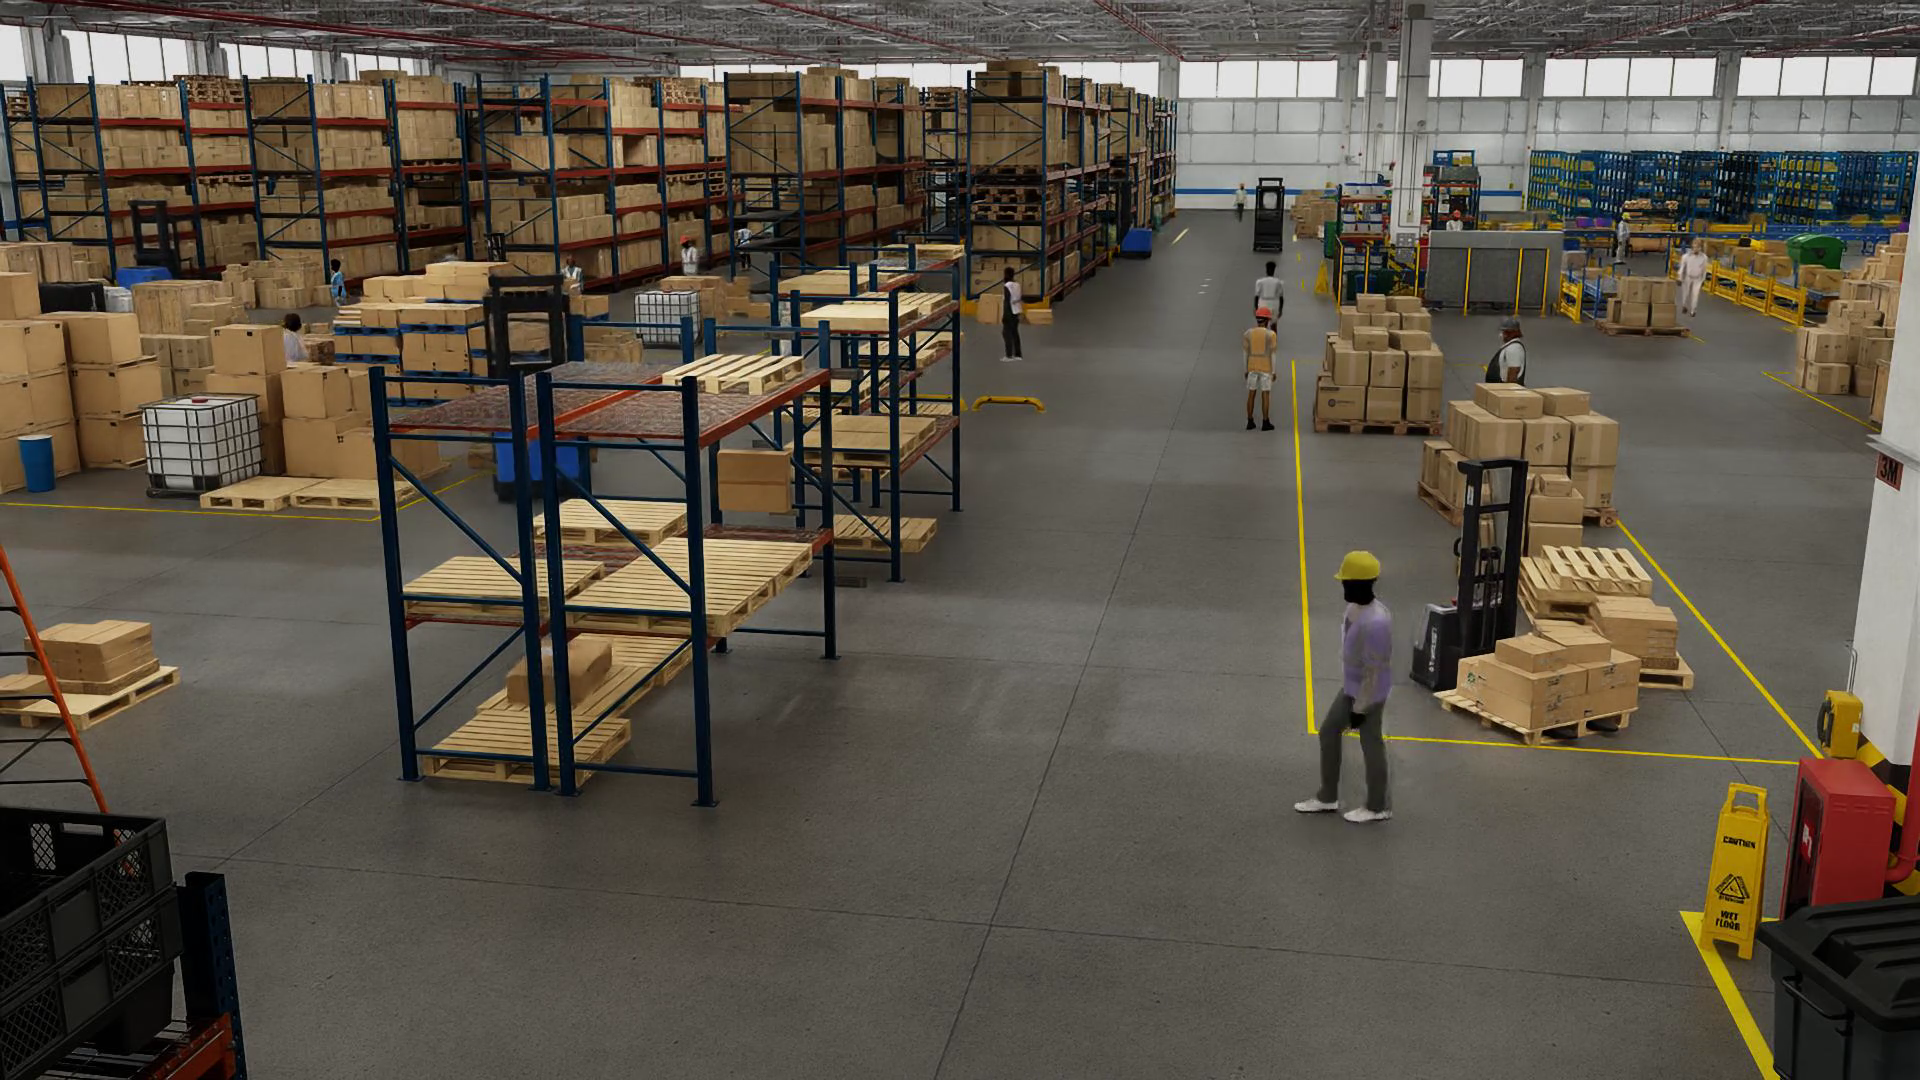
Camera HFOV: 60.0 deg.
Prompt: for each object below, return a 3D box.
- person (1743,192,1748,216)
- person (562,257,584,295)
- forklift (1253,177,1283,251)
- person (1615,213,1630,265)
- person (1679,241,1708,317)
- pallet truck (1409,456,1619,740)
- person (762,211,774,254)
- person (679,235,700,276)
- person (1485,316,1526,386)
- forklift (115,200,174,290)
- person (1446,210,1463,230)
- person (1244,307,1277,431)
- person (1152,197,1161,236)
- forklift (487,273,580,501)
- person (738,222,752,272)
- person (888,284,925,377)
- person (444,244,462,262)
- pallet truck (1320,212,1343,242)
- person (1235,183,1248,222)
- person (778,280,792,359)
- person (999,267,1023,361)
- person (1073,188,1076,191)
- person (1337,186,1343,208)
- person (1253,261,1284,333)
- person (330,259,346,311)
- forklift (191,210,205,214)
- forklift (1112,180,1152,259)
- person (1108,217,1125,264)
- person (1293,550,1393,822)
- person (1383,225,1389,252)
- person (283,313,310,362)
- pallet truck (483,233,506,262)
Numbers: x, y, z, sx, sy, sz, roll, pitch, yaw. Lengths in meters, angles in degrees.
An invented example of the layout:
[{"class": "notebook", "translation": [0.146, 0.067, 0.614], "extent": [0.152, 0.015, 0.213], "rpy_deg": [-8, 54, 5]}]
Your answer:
[{"class": "person", "translation": [37.693, -15.862, 79.766], "extent": [0.594, 1.830, 0.404], "rpy_deg": [-6, 15, -23]}, {"class": "person", "translation": [-9.360, -6.023, 40.230], "extent": [0.524, 1.631, 0.318], "rpy_deg": [-1, 14, -2]}, {"class": "forklift", "translation": [12.083, -12.747, 64.956], "extent": [1.129, 2.768, 1.873], "rpy_deg": [3, 14, 10]}, {"class": "person", "translation": [23.155, -10.512, 58.075], "extent": [0.406, 1.821, 0.600], "rpy_deg": [10, 17, 35]}, {"class": "person", "translation": [18.628, -6.653, 42.286], "extent": [0.646, 1.881, 0.868], "rpy_deg": [5, 15, 18]}, {"class": "pallet truck", "translation": [4.504, 0.400, 13.395], "extent": [0.823, 1.965, 1.885], "rpy_deg": [-6, 15, -23]}, {"class": "person", "translation": [-7.274, -11.672, 63.156], "extent": [0.501, 1.633, 0.283], "rpy_deg": [-1, 14, -3]}, {"class": "person", "translation": [-7.170, -7.154, 44.290], "extent": [0.610, 1.893, 0.577], "rpy_deg": [10, 17, 35]}, {"class": "person", "translation": [7.807, -2.199, 23.858], "extent": [0.535, 2.000, 0.687], "rpy_deg": [5, 15, 18]}, {"class": "forklift", "translation": [-21.351, -7.574, 43.953], "extent": [1.129, 2.768, 1.873], "rpy_deg": [3, 14, 10]}, {"class": "person", "translation": [16.433, -9.939, 55.301], "extent": [0.605, 2.034, 0.388], "rpy_deg": [-4, 14, -17]}, {"class": "person", "translation": [4.706, -2.675, 26.028], "extent": [0.543, 1.928, 0.372], "rpy_deg": [8, 16, 30]}, {"class": "person", "translation": [8.741, -14.371, 73.872], "extent": [0.366, 1.748, 0.557], "rpy_deg": [-10, 17, -35]}, {"class": "forklift", "translation": [-5.522, -2.032, 21.454], "extent": [1.129, 2.768, 1.873], "rpy_deg": [-4, 14, -16]}, {"class": "person", "translation": [-7.171, -9.803, 55.465], "extent": [0.535, 1.690, 0.319], "rpy_deg": [-13, 19, -43]}, {"class": "person", "translation": [-1.074, -3.960, 31.442], "extent": [0.918, 1.836, 0.530], "rpy_deg": [-7, 16, -28]}, {"class": "person", "translation": [-12.213, -6.220, 40.406], "extent": [0.642, 1.924, 0.567], "rpy_deg": [10, 17, 36]}, {"class": "pallet truck", "translation": [15.874, -13.227, 70.310], "extent": [0.680, 1.201, 1.601], "rpy_deg": [10, 17, 35]}, {"class": "person", "translation": [14.479, -17.270, 85.208], "extent": [0.653, 1.955, 0.931], "rpy_deg": [-5, 15, -18]}, {"class": "person", "translation": [-3.604, -4.490, 33.989], "extent": [0.310, 1.638, 0.522], "rpy_deg": [4, 14, 16]}, {"class": "person", "translation": [1.067, -4.603, 33.916], "extent": [0.406, 1.899, 0.601], "rpy_deg": [7, 16, 27]}, {"class": "person", "translation": [6.143, -18.044, 89.019], "extent": [0.311, 1.639, 0.512], "rpy_deg": [9, 17, 33]}, {"class": "person", "translation": [20.877, -18.658, 91.403], "extent": [0.925, 1.681, 0.578], "rpy_deg": [4, 14, 15]}, {"class": "person", "translation": [6.477, -4.888, 34.971], "extent": [0.630, 1.950, 0.421], "rpy_deg": [2, 14, 7]}, {"class": "person", "translation": [-14.478, -5.690, 38.739], "extent": [0.315, 1.696, 0.541], "rpy_deg": [-6, 15, -24]}, {"class": "forklift", "translation": [-25.597, -10.535, 55.978], "extent": [1.873, 2.768, 1.129], "rpy_deg": [3, 14, 10]}, {"class": "forklift", "translation": [6.082, -11.722, 60.796], "extent": [1.873, 2.768, 1.129], "rpy_deg": [2, 14, 9]}, {"class": "person", "translation": [5.414, -10.453, 58.128], "extent": [0.803, 1.664, 0.538], "rpy_deg": [9, 17, 33]}, {"class": "person", "translation": [2.579, 0.999, 11.145], "extent": [0.751, 1.900, 0.622], "rpy_deg": [-1, 14, -5]}, {"class": "person", "translation": [14.429, -9.888, 55.942], "extent": [0.287, 1.626, 0.497], "rpy_deg": [-10, 17, -36]}, {"class": "person", "translation": [-10.613, -2.711, 26.443], "extent": [0.950, 1.802, 0.638], "rpy_deg": [-2, 14, -10]}, {"class": "pallet truck", "translation": [-11.832, -7.026, 43.548], "extent": [1.885, 1.965, 0.823], "rpy_deg": [8, 16, 28]}]
